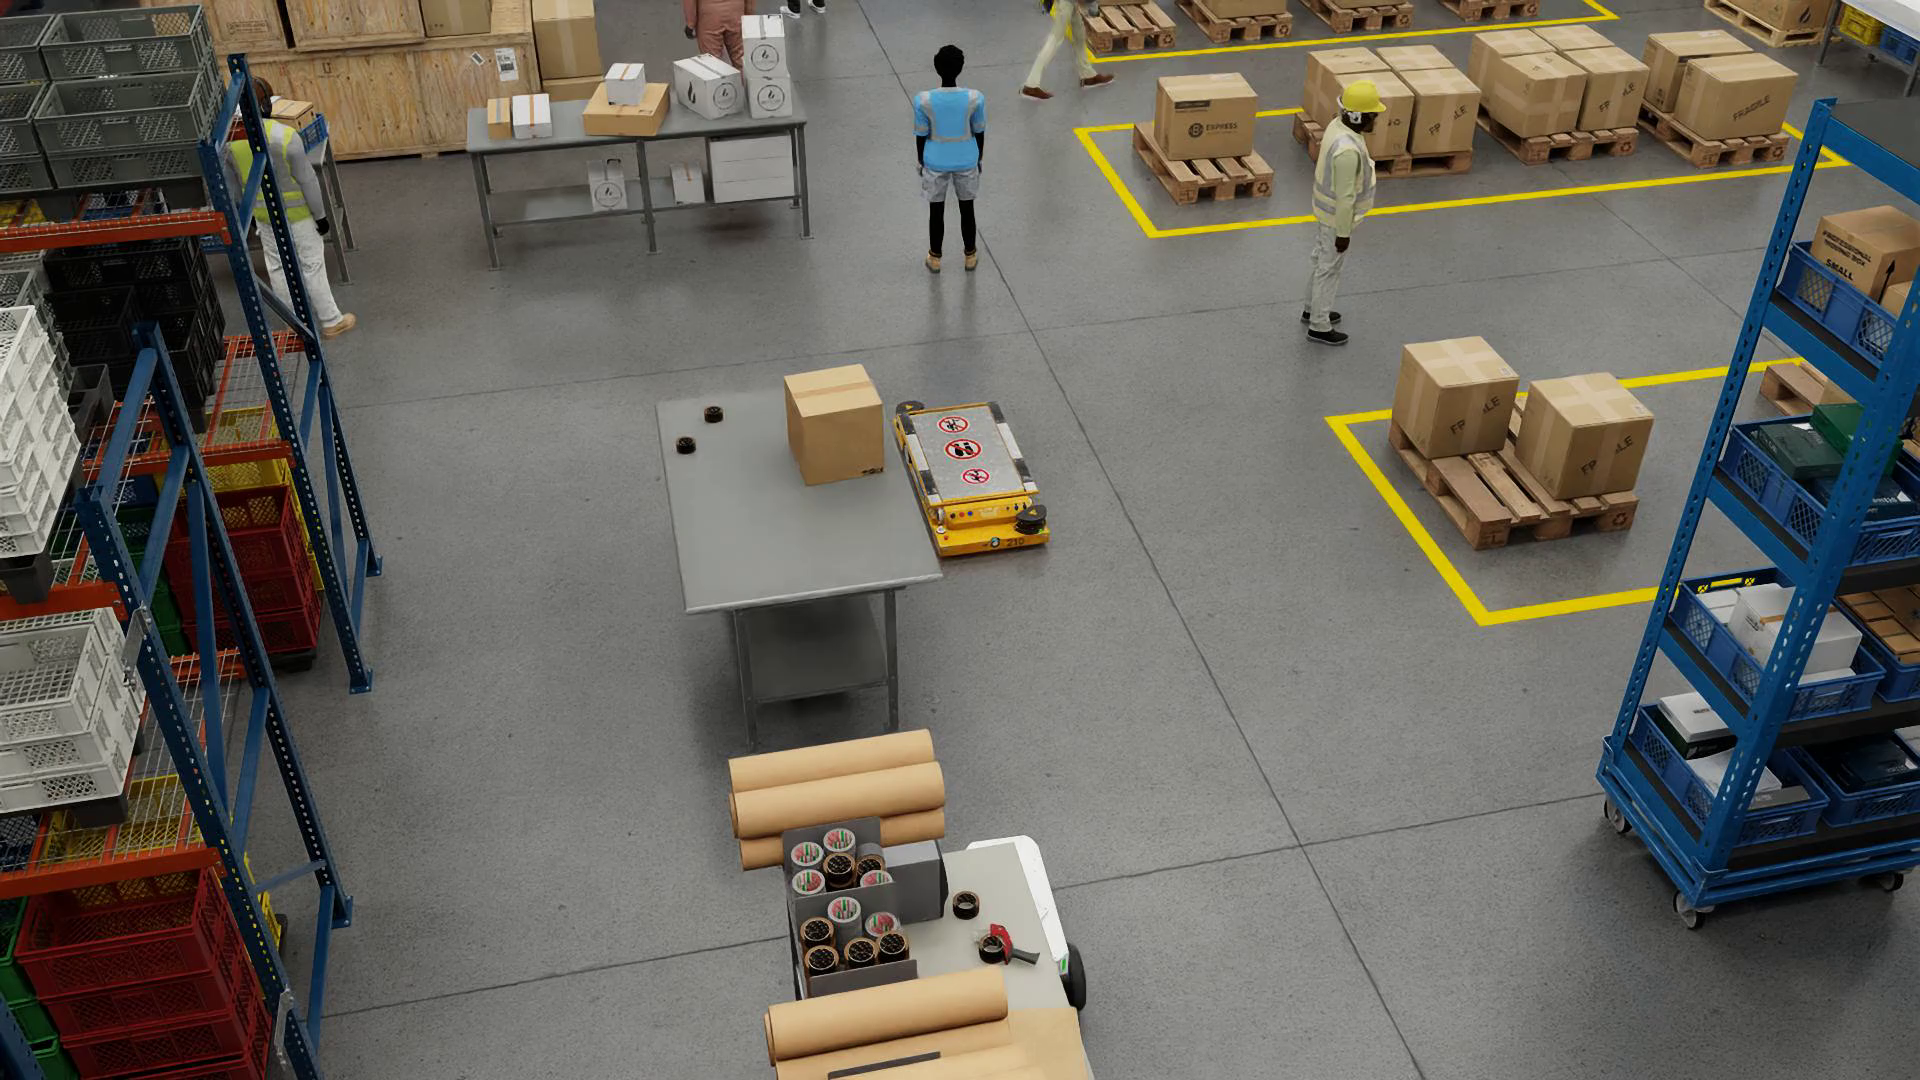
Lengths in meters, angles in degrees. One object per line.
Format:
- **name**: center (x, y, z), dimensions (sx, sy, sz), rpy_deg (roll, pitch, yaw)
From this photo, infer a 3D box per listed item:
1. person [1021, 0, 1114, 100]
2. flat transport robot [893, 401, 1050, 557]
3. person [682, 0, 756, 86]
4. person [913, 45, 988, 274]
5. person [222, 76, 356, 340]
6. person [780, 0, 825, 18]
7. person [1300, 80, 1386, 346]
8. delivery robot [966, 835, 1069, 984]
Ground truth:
- **person**: center (0.969, -4.826, 14.732), dimensions (0.944, 1.824, 0.526), rpy_deg (-9, 38, -12)
- **flat transport robot**: center (0.046, -0.430, 10.108), dimensions (0.652, 0.197, 1.431), rpy_deg (-8, 37, -10)
- **person**: center (-2.057, -4.484, 14.199), dimensions (0.651, 1.904, 0.401), rpy_deg (-16, 40, -21)
- **person**: center (-0.070, -2.734, 12.019), dimensions (0.533, 1.697, 0.318), rpy_deg (-3, 37, -5)
- **person**: center (-4.549, -2.219, 11.210), dimensions (0.622, 1.840, 0.429), rpy_deg (7, 37, 9)
- **person**: center (-1.599, -6.163, 16.457), dimensions (0.584, 1.909, 0.391), rpy_deg (-21, 41, -25)
- **person**: center (2.569, -2.212, 11.204), dimensions (0.403, 1.830, 0.599), rpy_deg (2, 37, 3)
- **delivery robot**: center (0.229, 1.590, 7.082), dimensions (0.477, 0.478, 0.707), rpy_deg (-6, 37, -8)
